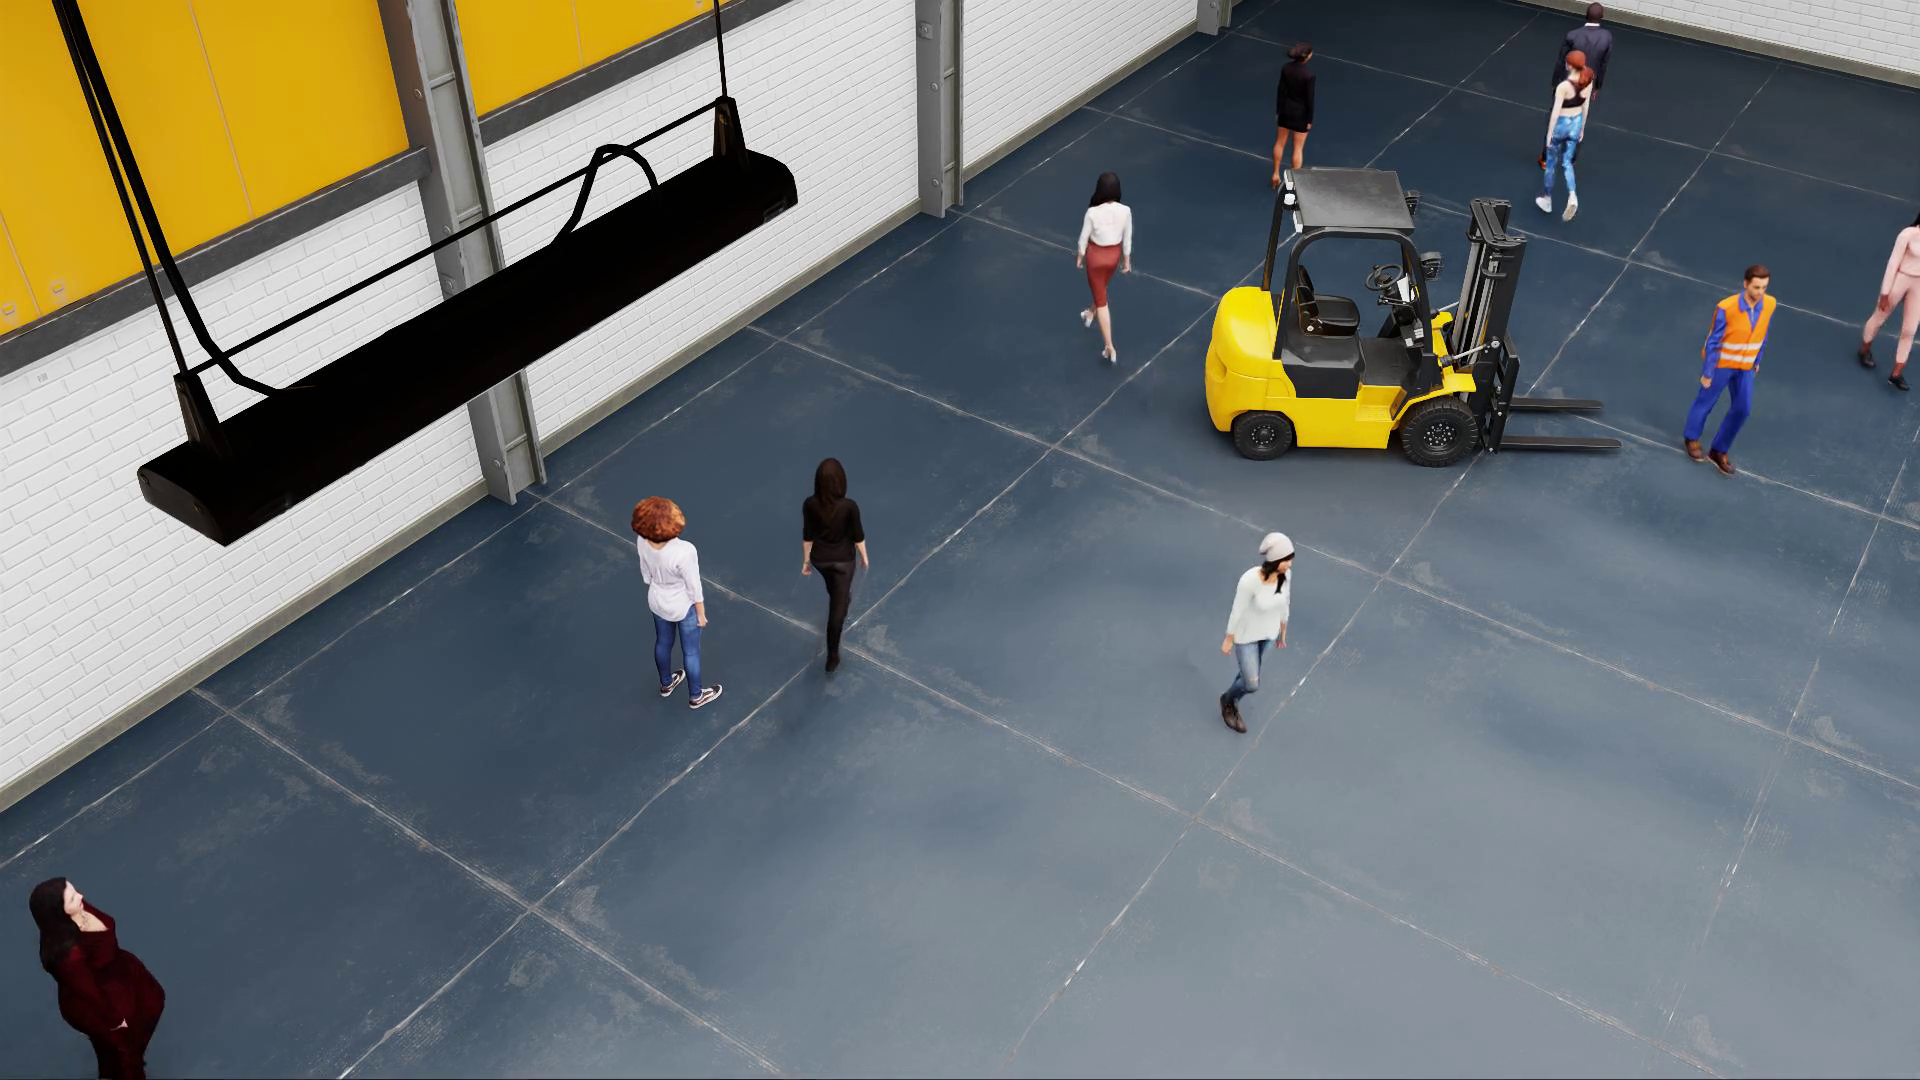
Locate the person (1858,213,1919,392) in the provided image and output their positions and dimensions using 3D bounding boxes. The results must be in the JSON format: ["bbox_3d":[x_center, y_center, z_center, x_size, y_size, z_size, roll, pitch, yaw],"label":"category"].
[{"bbox_3d":[8.202,-2.234,14.555,0.978,1.689,1.079,-2,39,-2],"label":"person"}]

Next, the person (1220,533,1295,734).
[{"bbox_3d":[1.922,0.577,11.078,0.669,1.636,0.769,-17,41,-20],"label":"person"}]

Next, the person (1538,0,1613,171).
[{"bbox_3d":[6.542,-4.807,17.673,0.775,1.819,0.772,5,39,6],"label":"person"}]

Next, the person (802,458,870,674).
[{"bbox_3d":[-0.892,0.197,11.582,0.901,1.599,1.165,6,39,8],"label":"person"}]

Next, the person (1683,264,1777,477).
[{"bbox_3d":[6.170,-1.453,13.454,0.924,1.843,0.984,-5,39,-6],"label":"person"}]

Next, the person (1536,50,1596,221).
[{"bbox_3d":[6.130,-4.031,16.745,0.977,1.764,1.029,-6,39,-8],"label":"person"}]

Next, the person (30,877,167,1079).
[{"bbox_3d":[-4.599,2.395,8.710,0.853,1.749,0.817,-16,41,-19],"label":"person"}]

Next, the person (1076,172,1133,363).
[{"bbox_3d":[1.287,-2.374,14.723,1.086,1.698,1.086,-11,40,-13],"label":"person"}]

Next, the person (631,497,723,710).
[{"bbox_3d":[-1.941,0.413,11.222,0.642,1.713,0.619,21,43,24],"label":"person"}]

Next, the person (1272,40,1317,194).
[{"bbox_3d":[3.481,-4.403,17.310,0.586,1.640,0.614,27,46,30],"label":"person"}]
